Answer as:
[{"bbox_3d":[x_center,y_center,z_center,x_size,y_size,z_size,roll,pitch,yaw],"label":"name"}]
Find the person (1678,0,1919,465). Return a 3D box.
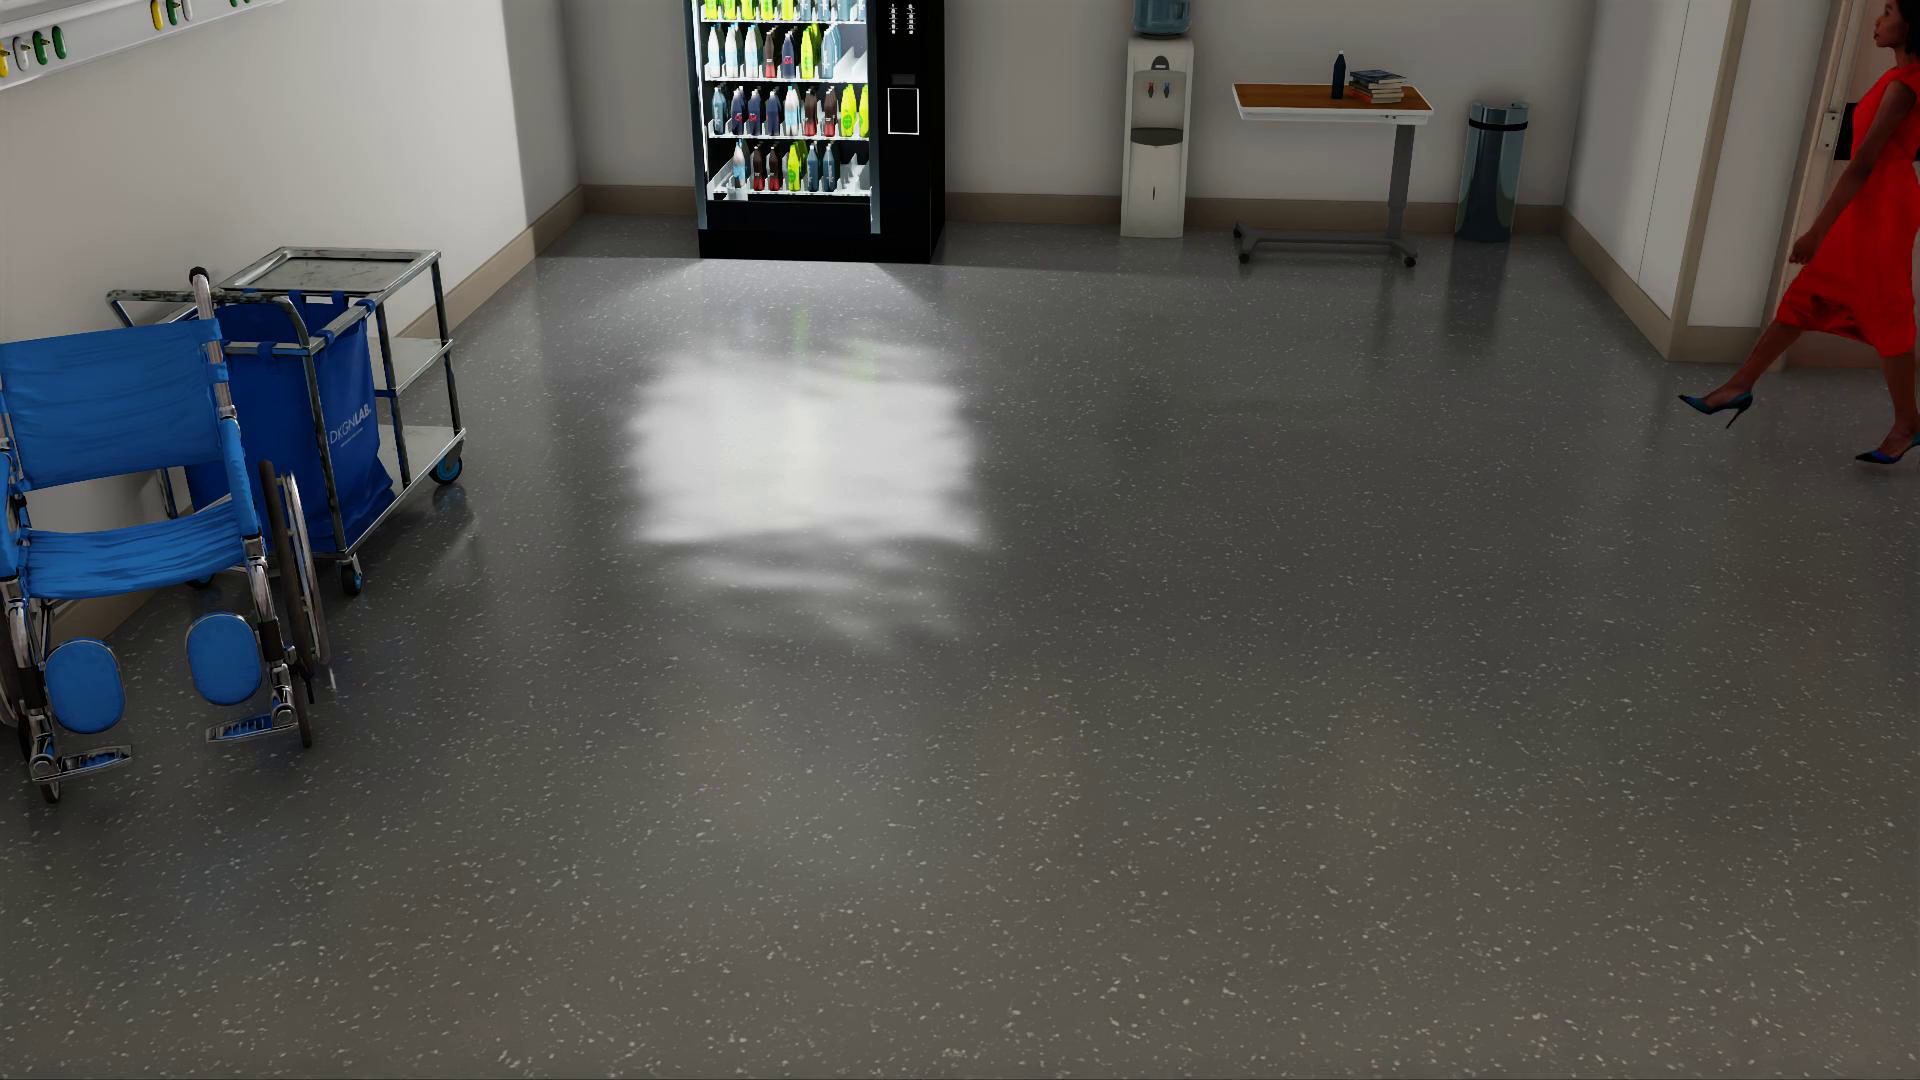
[{"bbox_3d":[3.320,-1.053,5.881,1.148,1.705,0.801,10,28,20],"label":"person"}]
